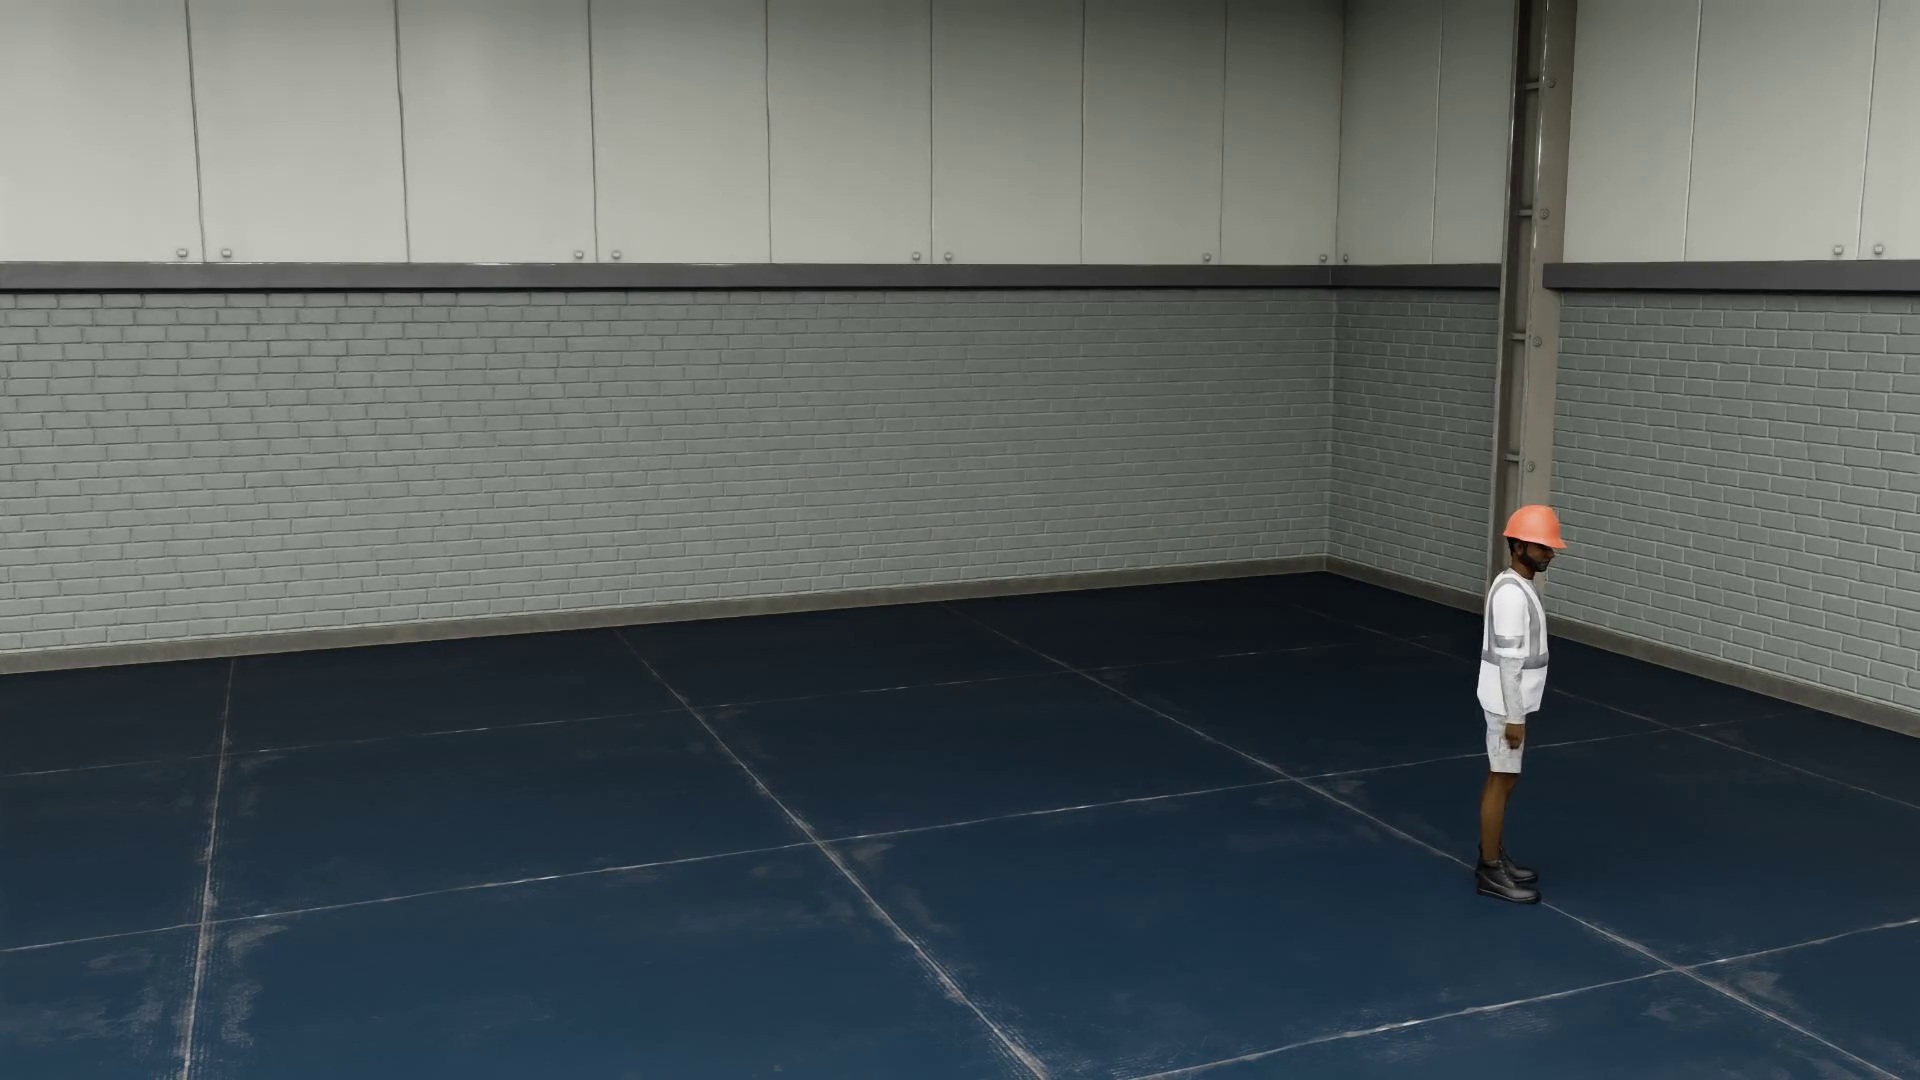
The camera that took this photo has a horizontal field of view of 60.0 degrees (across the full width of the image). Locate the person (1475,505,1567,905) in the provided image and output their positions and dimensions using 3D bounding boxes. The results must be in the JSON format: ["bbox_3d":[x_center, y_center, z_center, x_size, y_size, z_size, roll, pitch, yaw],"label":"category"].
[{"bbox_3d":[2.724,0.785,8.127,0.376,1.933,0.545,3,10,20],"label":"person"}]
